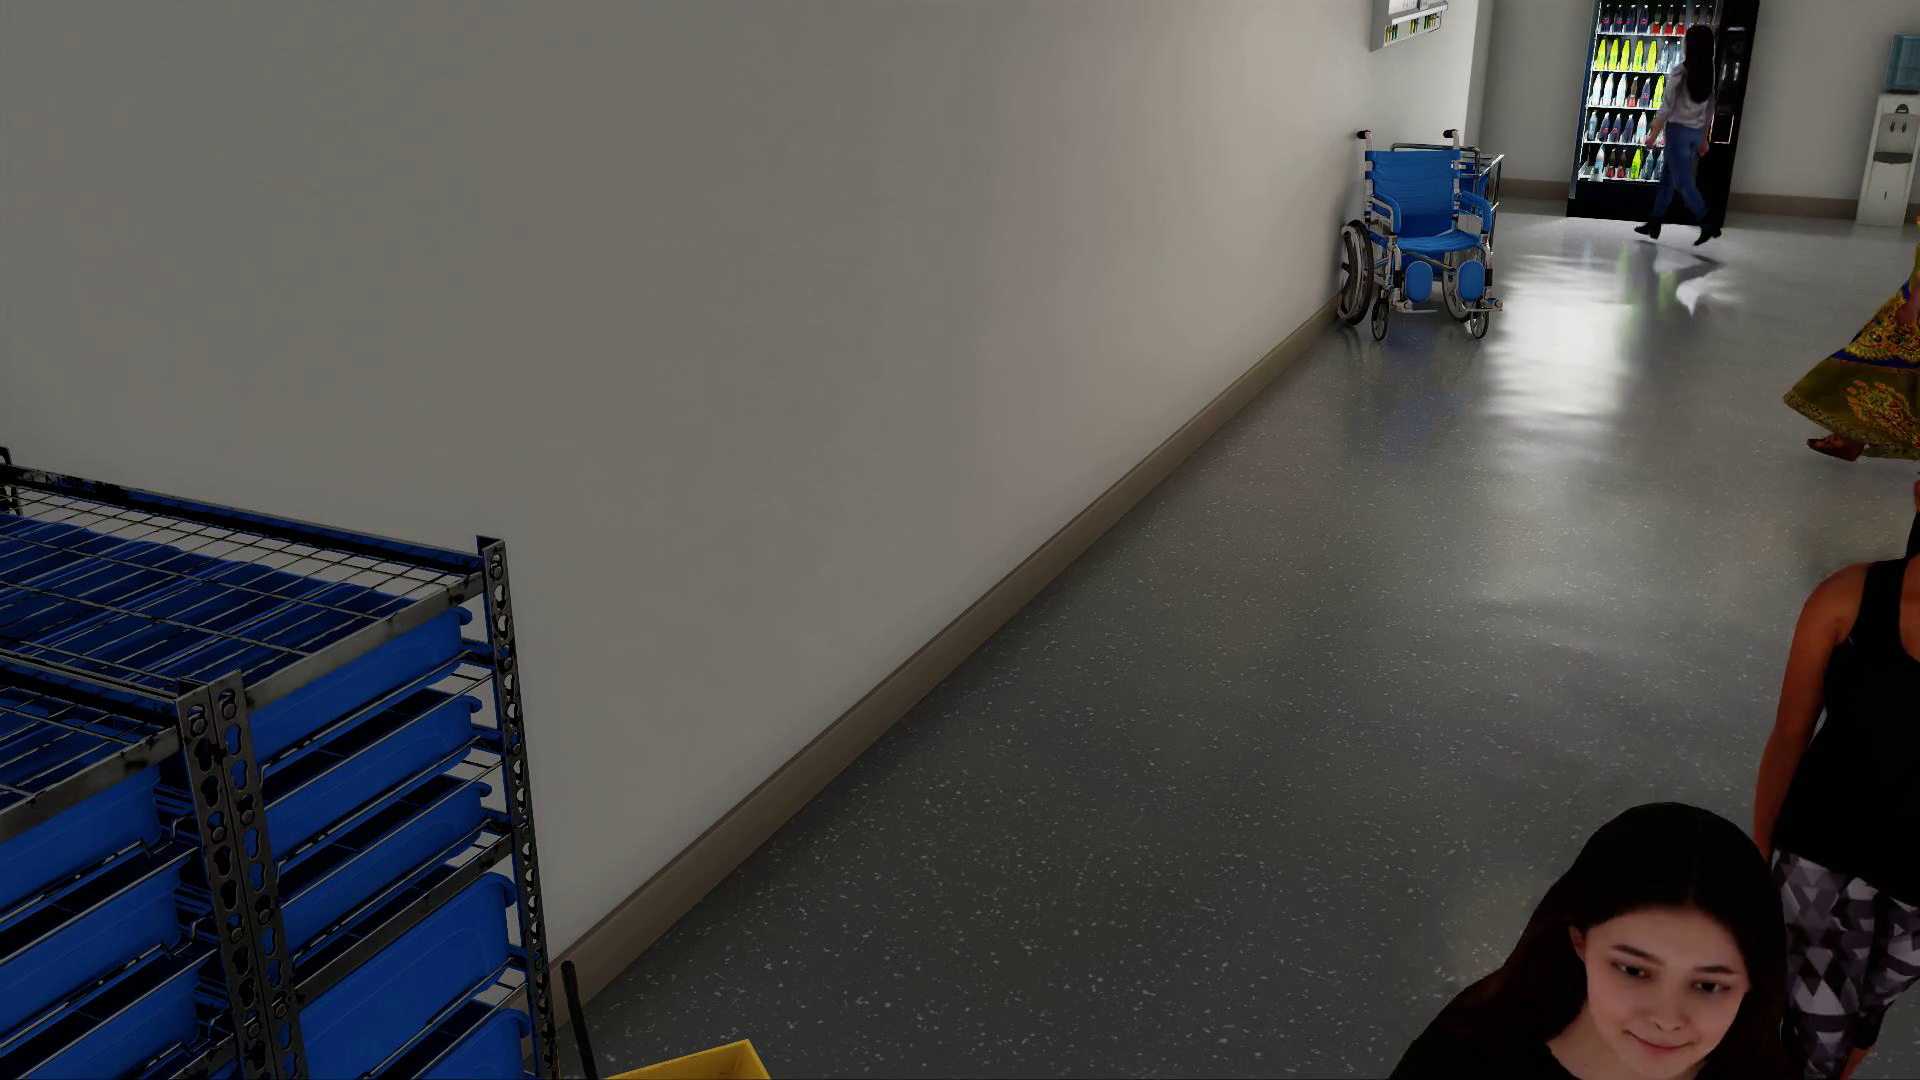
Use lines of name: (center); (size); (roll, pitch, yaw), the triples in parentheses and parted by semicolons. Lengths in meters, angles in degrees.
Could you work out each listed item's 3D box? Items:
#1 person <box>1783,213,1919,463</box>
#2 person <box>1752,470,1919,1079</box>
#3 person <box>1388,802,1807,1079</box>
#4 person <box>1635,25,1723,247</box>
person: (4.328, -0.979, 7.108); (1.410, 1.613, 0.938); (16, 26, 36)
person: (1.676, 0.542, 3.051); (0.870, 1.643, 0.738); (6, 21, 15)
person: (0.677, 0.988, 1.951); (1.041, 1.587, 0.666); (9, 23, 23)
person: (5.451, -2.968, 12.387); (0.972, 1.594, 1.139); (-12, 24, -29)
